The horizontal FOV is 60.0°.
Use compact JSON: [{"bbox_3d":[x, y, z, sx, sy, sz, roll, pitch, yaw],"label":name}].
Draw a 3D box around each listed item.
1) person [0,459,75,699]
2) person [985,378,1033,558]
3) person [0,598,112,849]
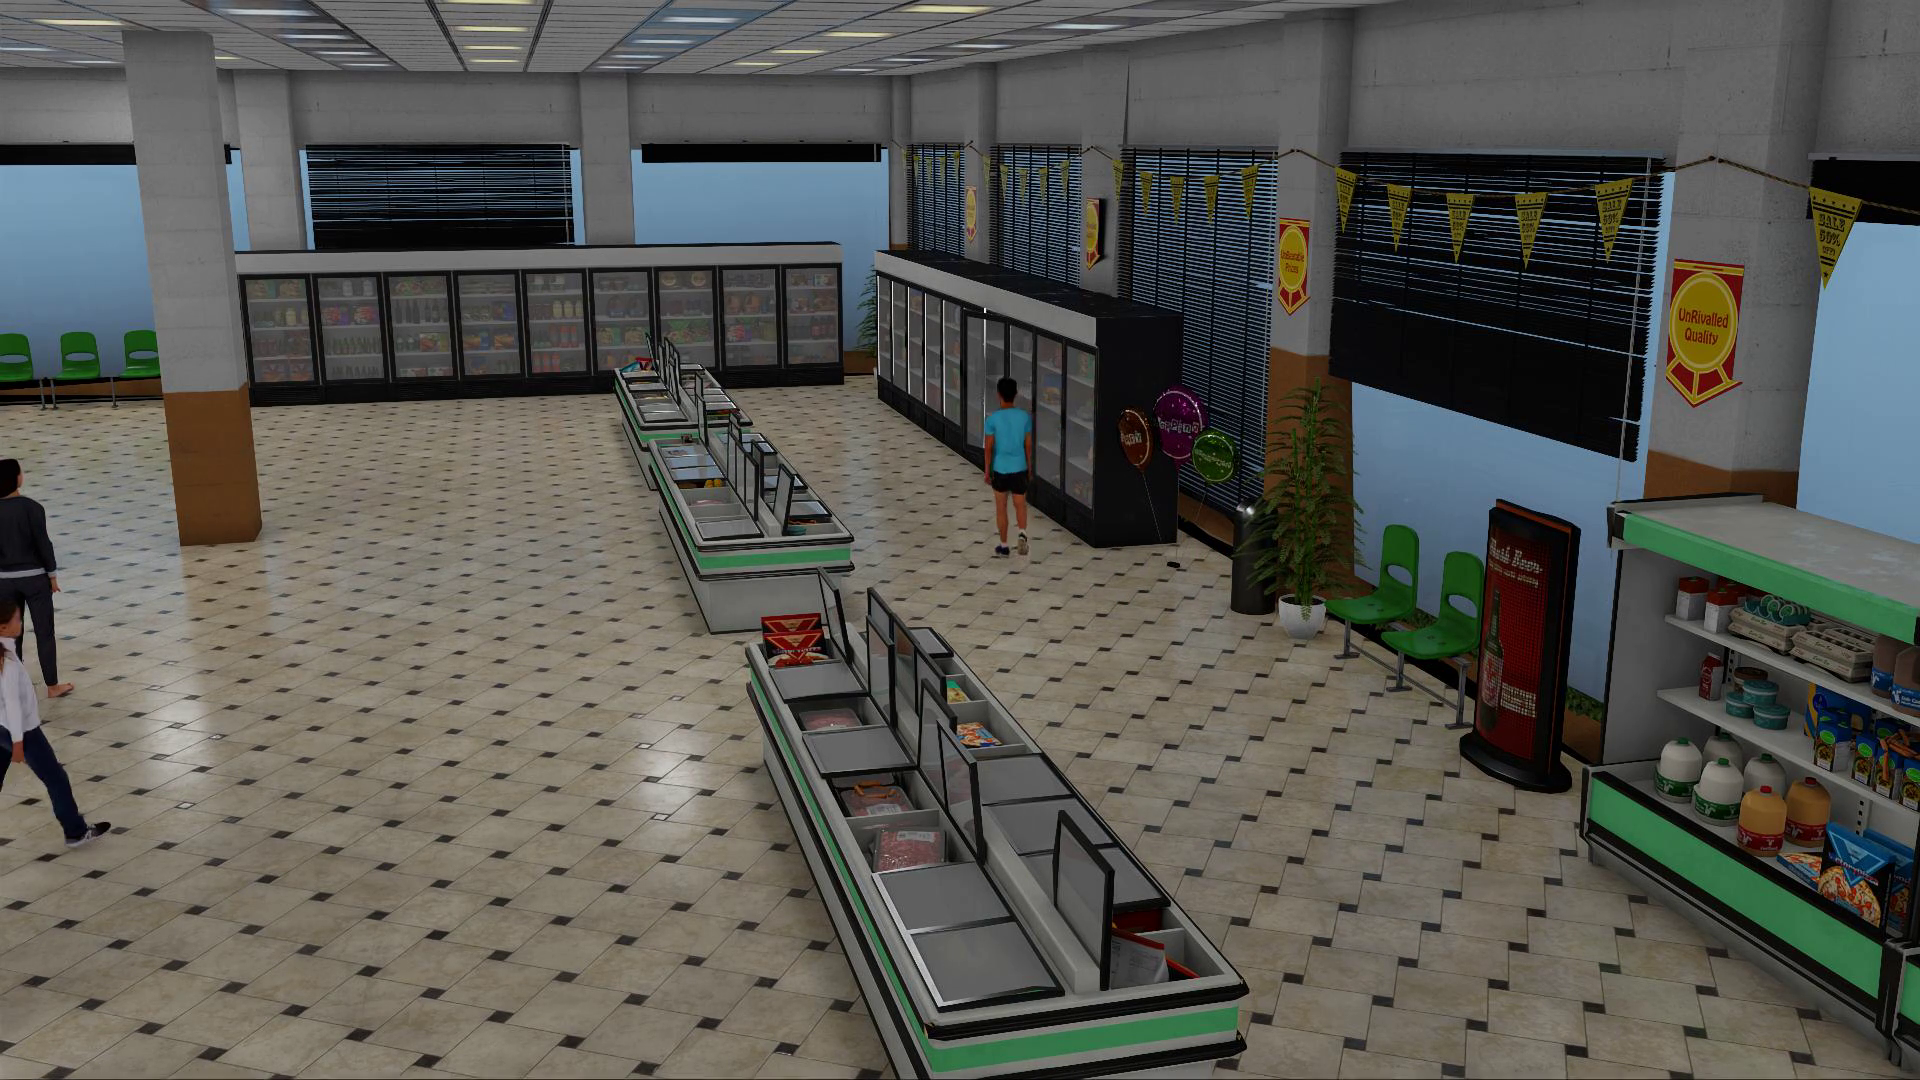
[{"bbox_3d":[-6.820,0.279,12.090,0.647,1.768,0.562,-1,14,-6],"label":"person"},{"bbox_3d":[0.500,-0.653,15.941,0.657,1.763,0.911,-3,14,-11],"label":"person"},{"bbox_3d":[-5.350,1.103,9.216,1.040,1.520,1.021,10,17,37],"label":"person"}]
